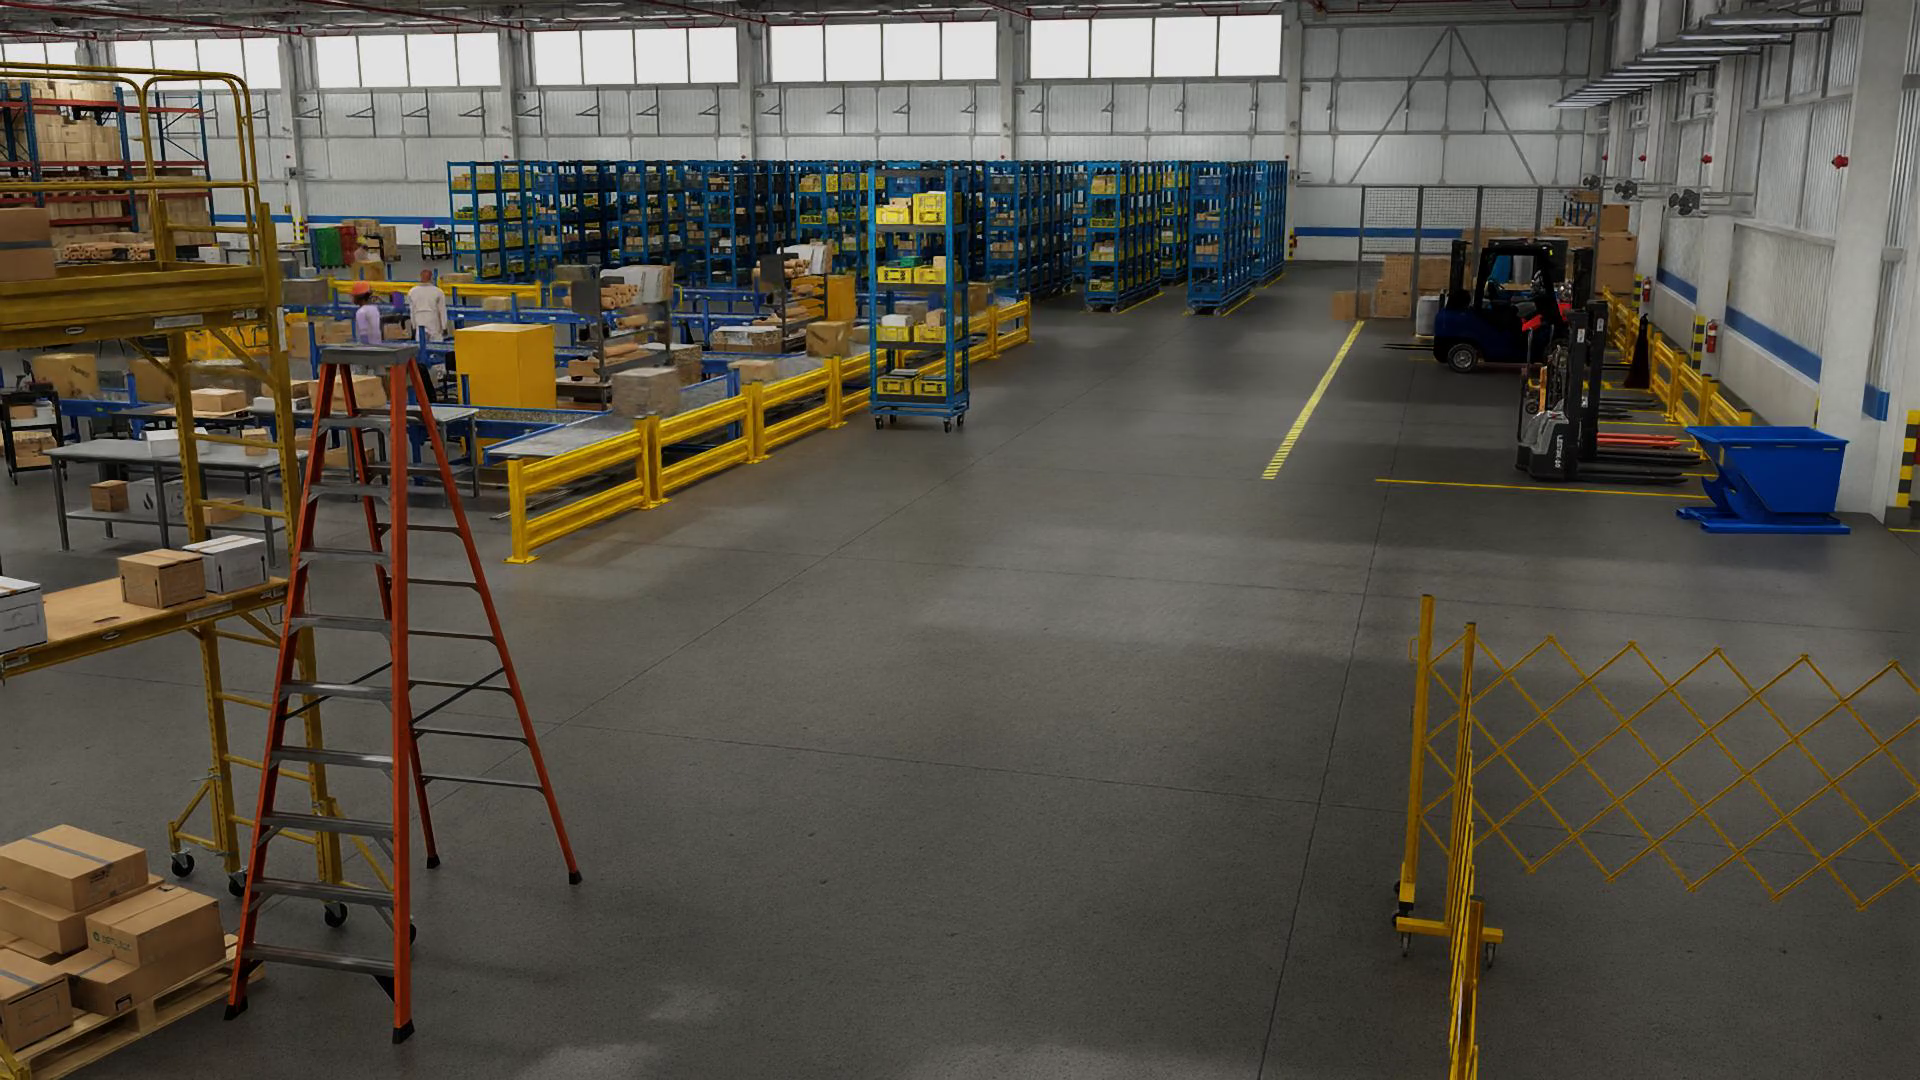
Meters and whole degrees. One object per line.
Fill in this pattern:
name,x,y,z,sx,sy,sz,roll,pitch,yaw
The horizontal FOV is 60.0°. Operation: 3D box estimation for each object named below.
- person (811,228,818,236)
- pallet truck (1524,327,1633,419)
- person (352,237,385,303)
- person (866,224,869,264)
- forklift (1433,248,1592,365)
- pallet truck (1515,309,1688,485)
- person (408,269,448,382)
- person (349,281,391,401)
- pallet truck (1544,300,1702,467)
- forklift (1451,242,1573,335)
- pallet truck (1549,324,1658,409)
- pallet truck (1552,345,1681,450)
person,-4.525,-8.935,51.256,0.938,1.782,0.681,8,15,32
pallet truck,9.065,-2.460,24.370,1.522,1.261,0.704,3,13,14
person,-15.090,-6.793,42.128,0.909,1.724,0.522,4,14,19
person,-2.811,-8.742,50.018,0.545,1.980,0.620,0,13,2
forklift,9.780,-4.111,29.280,2.680,1.987,1.157,3,13,14
pallet truck,7.554,-1.677,19.446,1.885,1.965,0.823,3,13,14
person,-8.925,-3.609,28.021,0.639,1.899,0.396,1,13,6
person,-8.563,-2.687,23.805,1.025,1.990,0.629,2,13,6
pallet truck,8.263,-1.952,20.631,1.885,1.965,0.823,5,14,20
forklift,10.464,-4.597,31.405,2.680,1.987,1.157,4,14,16
pallet truck,9.824,-2.669,25.407,1.601,1.201,0.680,4,14,16
pallet truck,8.641,-1.896,21.908,1.630,1.274,0.653,4,14,16
